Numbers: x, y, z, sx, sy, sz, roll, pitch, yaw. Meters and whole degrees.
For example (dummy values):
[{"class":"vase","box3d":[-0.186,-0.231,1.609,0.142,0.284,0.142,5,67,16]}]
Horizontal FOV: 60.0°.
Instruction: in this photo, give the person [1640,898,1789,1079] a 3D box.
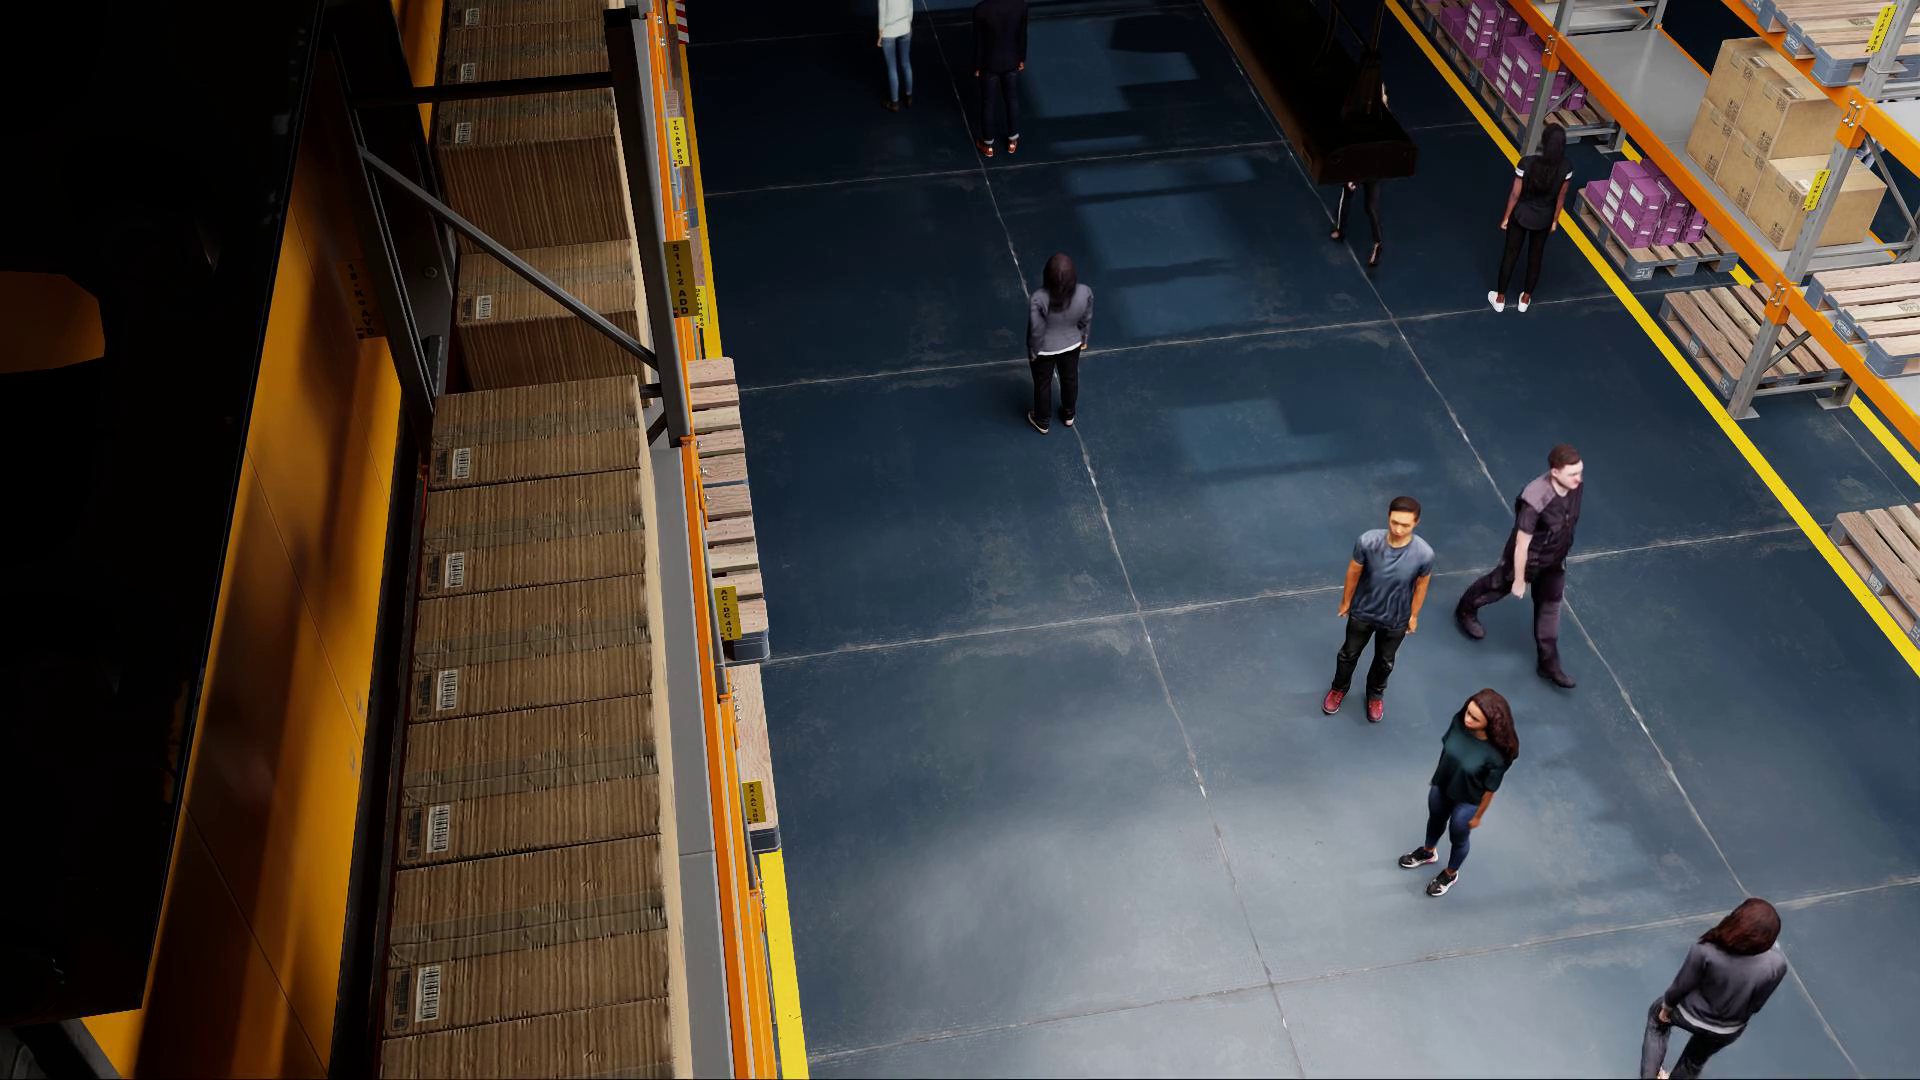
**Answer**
[{"class":"person","box3d":[3.772,2.443,8.376,0.754,1.758,0.802,13,45,13]}]

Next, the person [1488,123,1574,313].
[{"class":"person","box3d":[4.726,-2.661,13.746,0.675,1.742,0.661,4,44,5]}]

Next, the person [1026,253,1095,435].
[{"class":"person","box3d":[0.726,-1.506,12.638,0.710,1.597,0.702,-14,45,-14]}]

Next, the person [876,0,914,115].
[{"class":"person","box3d":[-0.635,-4.983,16.255,0.639,1.644,0.627,-27,50,-26]}]

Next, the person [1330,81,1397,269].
[{"class":"person","box3d":[3.516,-3.115,14.268,0.697,1.679,1.069,-12,45,-13]}]

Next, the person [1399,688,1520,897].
[{"class":"person","box3d":[2.878,1.432,9.541,0.738,1.617,0.635,-21,47,-21]}]

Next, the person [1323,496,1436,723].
[{"class":"person","box3d":[2.646,0.420,10.463,0.723,1.810,0.698,11,45,11]}]

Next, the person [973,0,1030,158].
[{"class":"person","box3d":[0.369,-4.468,15.587,0.712,1.819,0.627,-11,45,-12]}]

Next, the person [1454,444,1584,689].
[{"class":"person","box3d":[3.657,0.074,10.834,1.059,1.799,1.326,-24,49,-23]}]
